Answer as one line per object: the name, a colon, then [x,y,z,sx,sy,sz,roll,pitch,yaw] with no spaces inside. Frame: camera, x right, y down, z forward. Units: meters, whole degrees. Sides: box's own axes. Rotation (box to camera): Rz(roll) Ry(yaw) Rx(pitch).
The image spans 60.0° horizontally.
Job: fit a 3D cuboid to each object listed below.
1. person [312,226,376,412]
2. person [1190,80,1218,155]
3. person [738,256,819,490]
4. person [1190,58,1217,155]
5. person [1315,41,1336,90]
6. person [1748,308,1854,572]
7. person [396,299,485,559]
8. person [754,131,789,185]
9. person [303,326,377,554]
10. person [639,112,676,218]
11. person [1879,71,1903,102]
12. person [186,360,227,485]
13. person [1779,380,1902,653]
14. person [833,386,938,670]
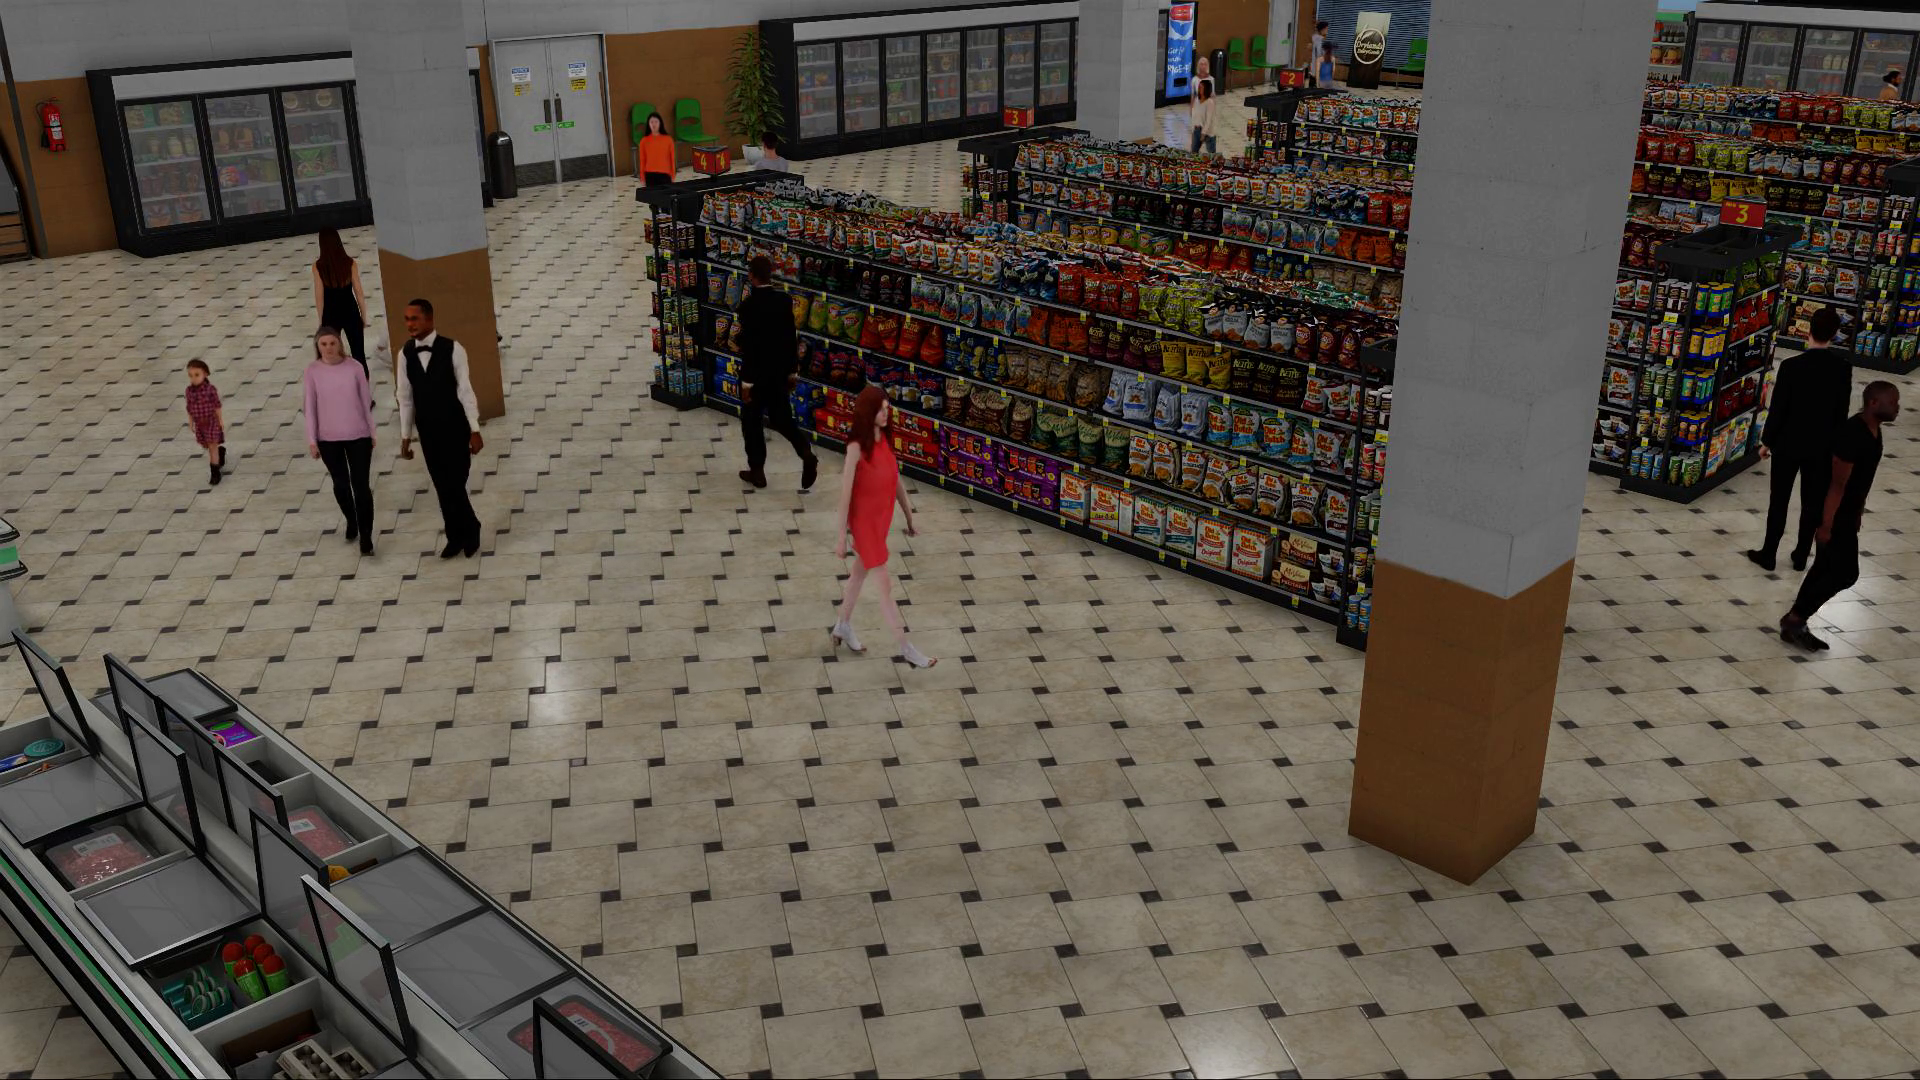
person: [-5.669,-2.018,15.226,0.638,1.726,0.617,-10,24,-23]
person: [3.925,-6.367,26.154,0.945,1.648,1.065,-9,24,-22]
person: [-1.475,-1.278,13.174,0.723,1.883,1.096,-19,29,-39]
person: [4.152,-7.394,28.633,0.980,1.705,1.117,-3,22,-7]
person: [7.183,-8.921,32.618,0.977,1.567,1.129,-4,22,-9]
person: [5.936,-0.695,11.708,0.764,1.894,0.852,3,22,7]
person: [-3.693,-0.831,12.023,0.790,1.912,0.892,4,22,10]
person: [-2.230,-3.928,19.816,0.653,1.847,0.561,-17,27,-36]
person: [-4.518,-0.756,12.186,0.942,1.650,1.130,-7,23,-17]
person: [-4.024,-4.811,22.186,1.056,1.718,1.178,-2,22,-5]
person: [14.753,-6.596,26.585,0.752,1.752,0.749,7,23,17]
person: [-6.159,-0.991,13.624,0.647,1.014,0.735,-3,22,-7]
person: [5.434,-0.159,10.502,0.633,1.798,0.678,19,29,39]
person: [-0.634,-0.075,10.307,1.140,1.788,0.845,12,25,27]
